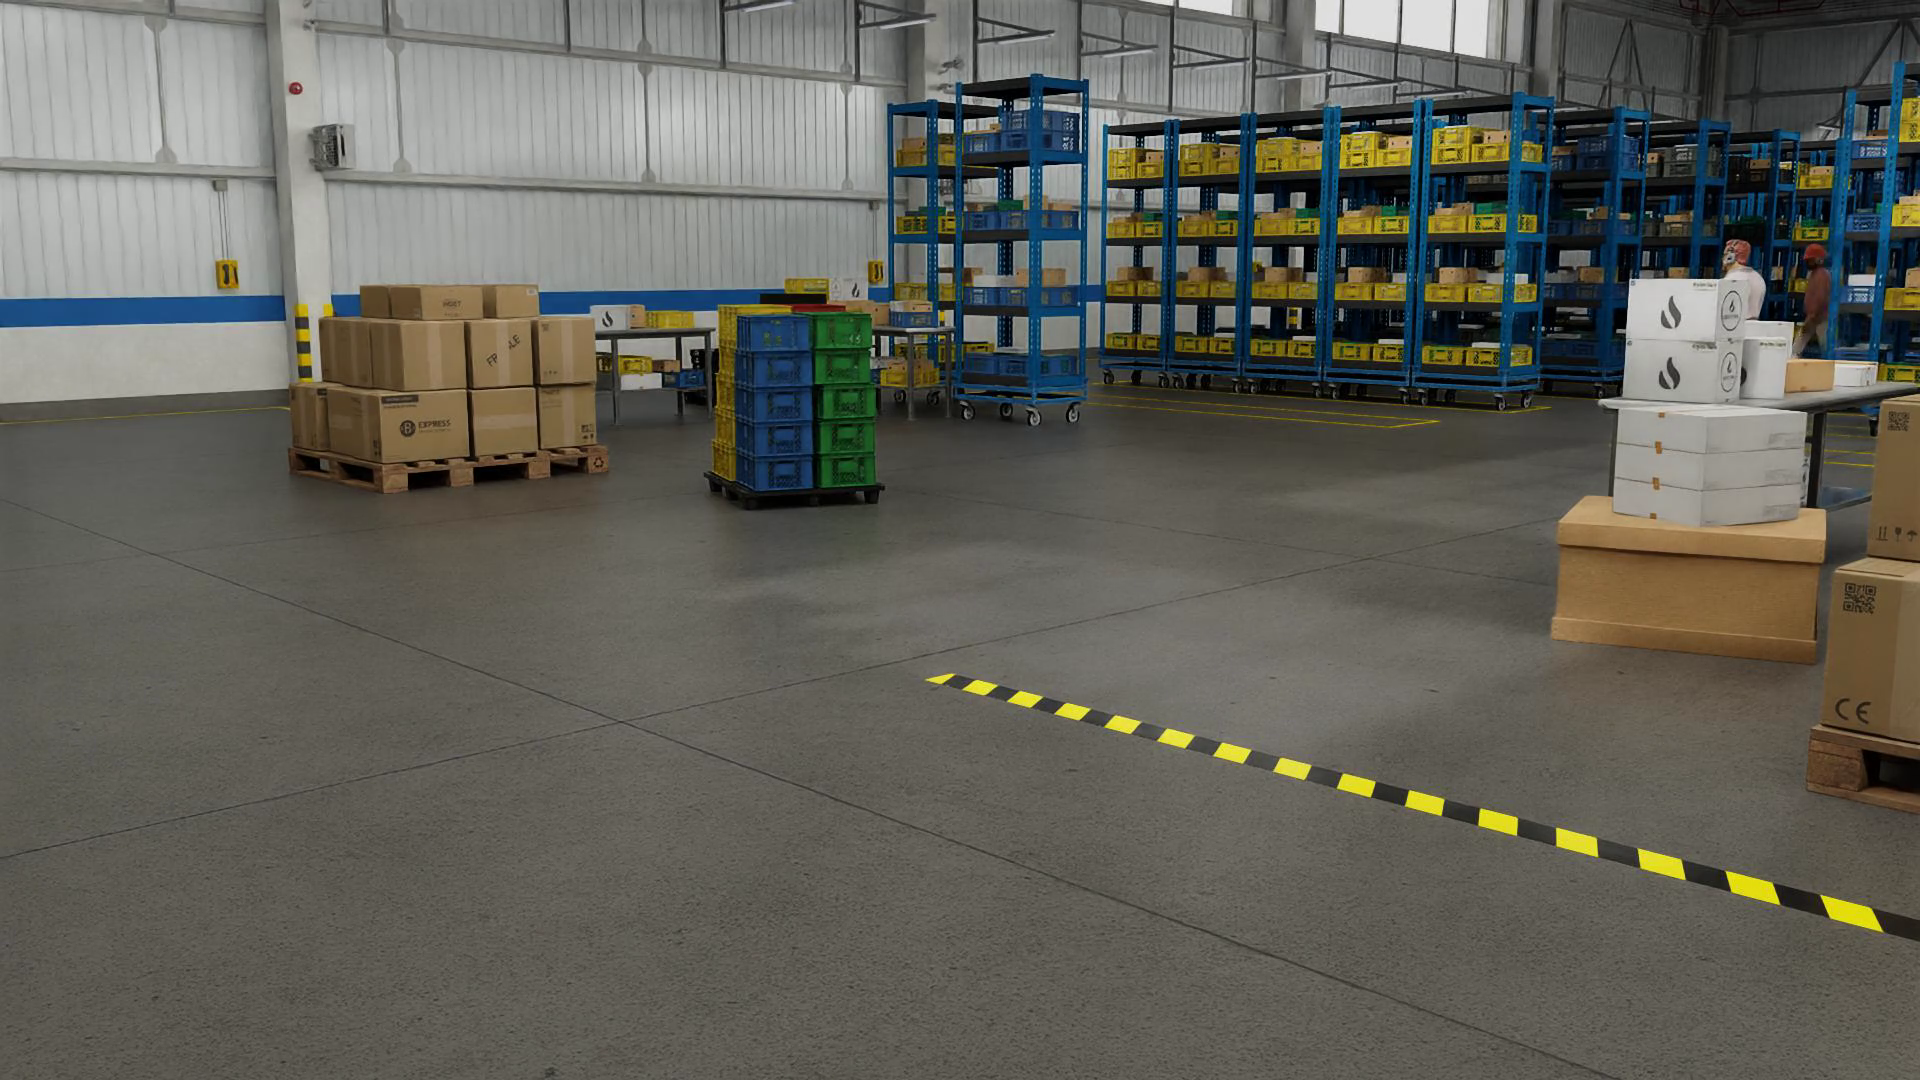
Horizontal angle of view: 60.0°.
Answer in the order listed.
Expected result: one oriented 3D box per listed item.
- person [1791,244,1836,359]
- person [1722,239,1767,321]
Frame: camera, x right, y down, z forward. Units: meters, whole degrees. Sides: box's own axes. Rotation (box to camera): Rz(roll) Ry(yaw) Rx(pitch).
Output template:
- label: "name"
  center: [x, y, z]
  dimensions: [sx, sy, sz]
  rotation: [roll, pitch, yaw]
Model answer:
- label: "person"
  center: [11.111, -2.882, 21.778]
  dimensions: [1.025, 1.931, 0.619]
  rotation: [1, 10, 7]
- label: "person"
  center: [6.898, -1.725, 14.903]
  dimensions: [0.638, 1.911, 0.406]
  rotation: [-8, 12, -38]
